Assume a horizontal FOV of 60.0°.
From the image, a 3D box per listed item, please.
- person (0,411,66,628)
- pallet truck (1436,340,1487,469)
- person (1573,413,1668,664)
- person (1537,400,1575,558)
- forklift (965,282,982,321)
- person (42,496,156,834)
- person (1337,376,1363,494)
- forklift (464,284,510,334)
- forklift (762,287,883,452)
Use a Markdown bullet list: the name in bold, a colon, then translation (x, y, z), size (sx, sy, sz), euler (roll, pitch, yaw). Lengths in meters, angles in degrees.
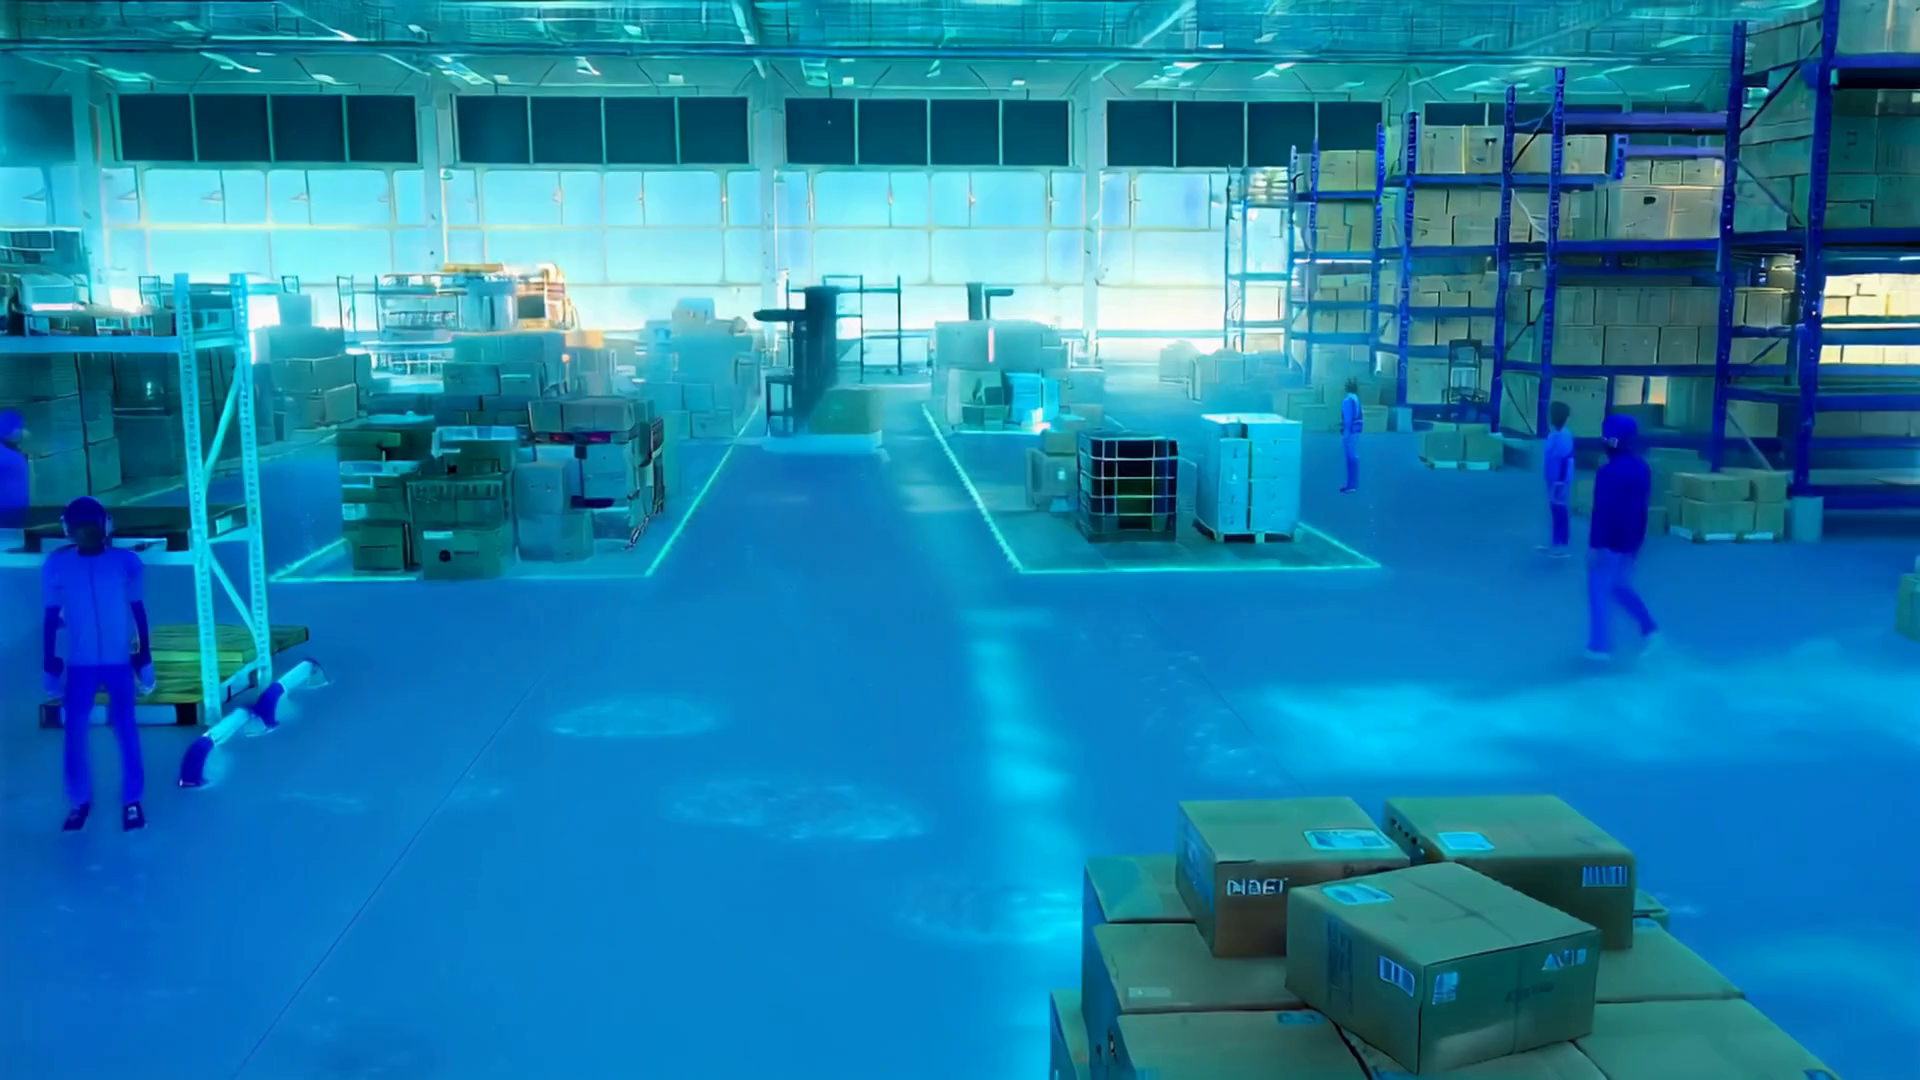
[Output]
- **person**: translation (-8.073, -0.138, 14.021), size (1.016, 1.901, 0.627), euler (-2, 9, -11)
- **pallet truck**: translation (8.004, -2.170, 26.422), size (0.823, 1.965, 1.885), euler (2, 9, 14)
- **person**: translation (5.104, 0.009, 12.816), size (0.619, 1.976, 0.602), euler (-6, 11, -34)
- **person**: translation (6.413, -0.653, 17.827), size (0.320, 1.698, 0.537), euler (1, 9, 7)
- **forklift**: translation (0.394, -5.573, 45.026), size (1.873, 2.768, 1.129), euler (-1, 9, -4)
- **person**: translation (-4.657, 0.679, 9.004), size (0.544, 1.857, 0.342), euler (-3, 10, -21)
- **person**: translation (5.416, -1.453, 23.033), size (0.315, 1.641, 0.515), euler (4, 10, 26)
- **forklift**: translation (-10.261, -4.176, 36.254), size (1.129, 2.768, 1.873), euler (2, 9, 11)
- **forklift**: translation (-2.354, -2.955, 28.585), size (1.873, 2.768, 1.129), euler (2, 9, 11)
